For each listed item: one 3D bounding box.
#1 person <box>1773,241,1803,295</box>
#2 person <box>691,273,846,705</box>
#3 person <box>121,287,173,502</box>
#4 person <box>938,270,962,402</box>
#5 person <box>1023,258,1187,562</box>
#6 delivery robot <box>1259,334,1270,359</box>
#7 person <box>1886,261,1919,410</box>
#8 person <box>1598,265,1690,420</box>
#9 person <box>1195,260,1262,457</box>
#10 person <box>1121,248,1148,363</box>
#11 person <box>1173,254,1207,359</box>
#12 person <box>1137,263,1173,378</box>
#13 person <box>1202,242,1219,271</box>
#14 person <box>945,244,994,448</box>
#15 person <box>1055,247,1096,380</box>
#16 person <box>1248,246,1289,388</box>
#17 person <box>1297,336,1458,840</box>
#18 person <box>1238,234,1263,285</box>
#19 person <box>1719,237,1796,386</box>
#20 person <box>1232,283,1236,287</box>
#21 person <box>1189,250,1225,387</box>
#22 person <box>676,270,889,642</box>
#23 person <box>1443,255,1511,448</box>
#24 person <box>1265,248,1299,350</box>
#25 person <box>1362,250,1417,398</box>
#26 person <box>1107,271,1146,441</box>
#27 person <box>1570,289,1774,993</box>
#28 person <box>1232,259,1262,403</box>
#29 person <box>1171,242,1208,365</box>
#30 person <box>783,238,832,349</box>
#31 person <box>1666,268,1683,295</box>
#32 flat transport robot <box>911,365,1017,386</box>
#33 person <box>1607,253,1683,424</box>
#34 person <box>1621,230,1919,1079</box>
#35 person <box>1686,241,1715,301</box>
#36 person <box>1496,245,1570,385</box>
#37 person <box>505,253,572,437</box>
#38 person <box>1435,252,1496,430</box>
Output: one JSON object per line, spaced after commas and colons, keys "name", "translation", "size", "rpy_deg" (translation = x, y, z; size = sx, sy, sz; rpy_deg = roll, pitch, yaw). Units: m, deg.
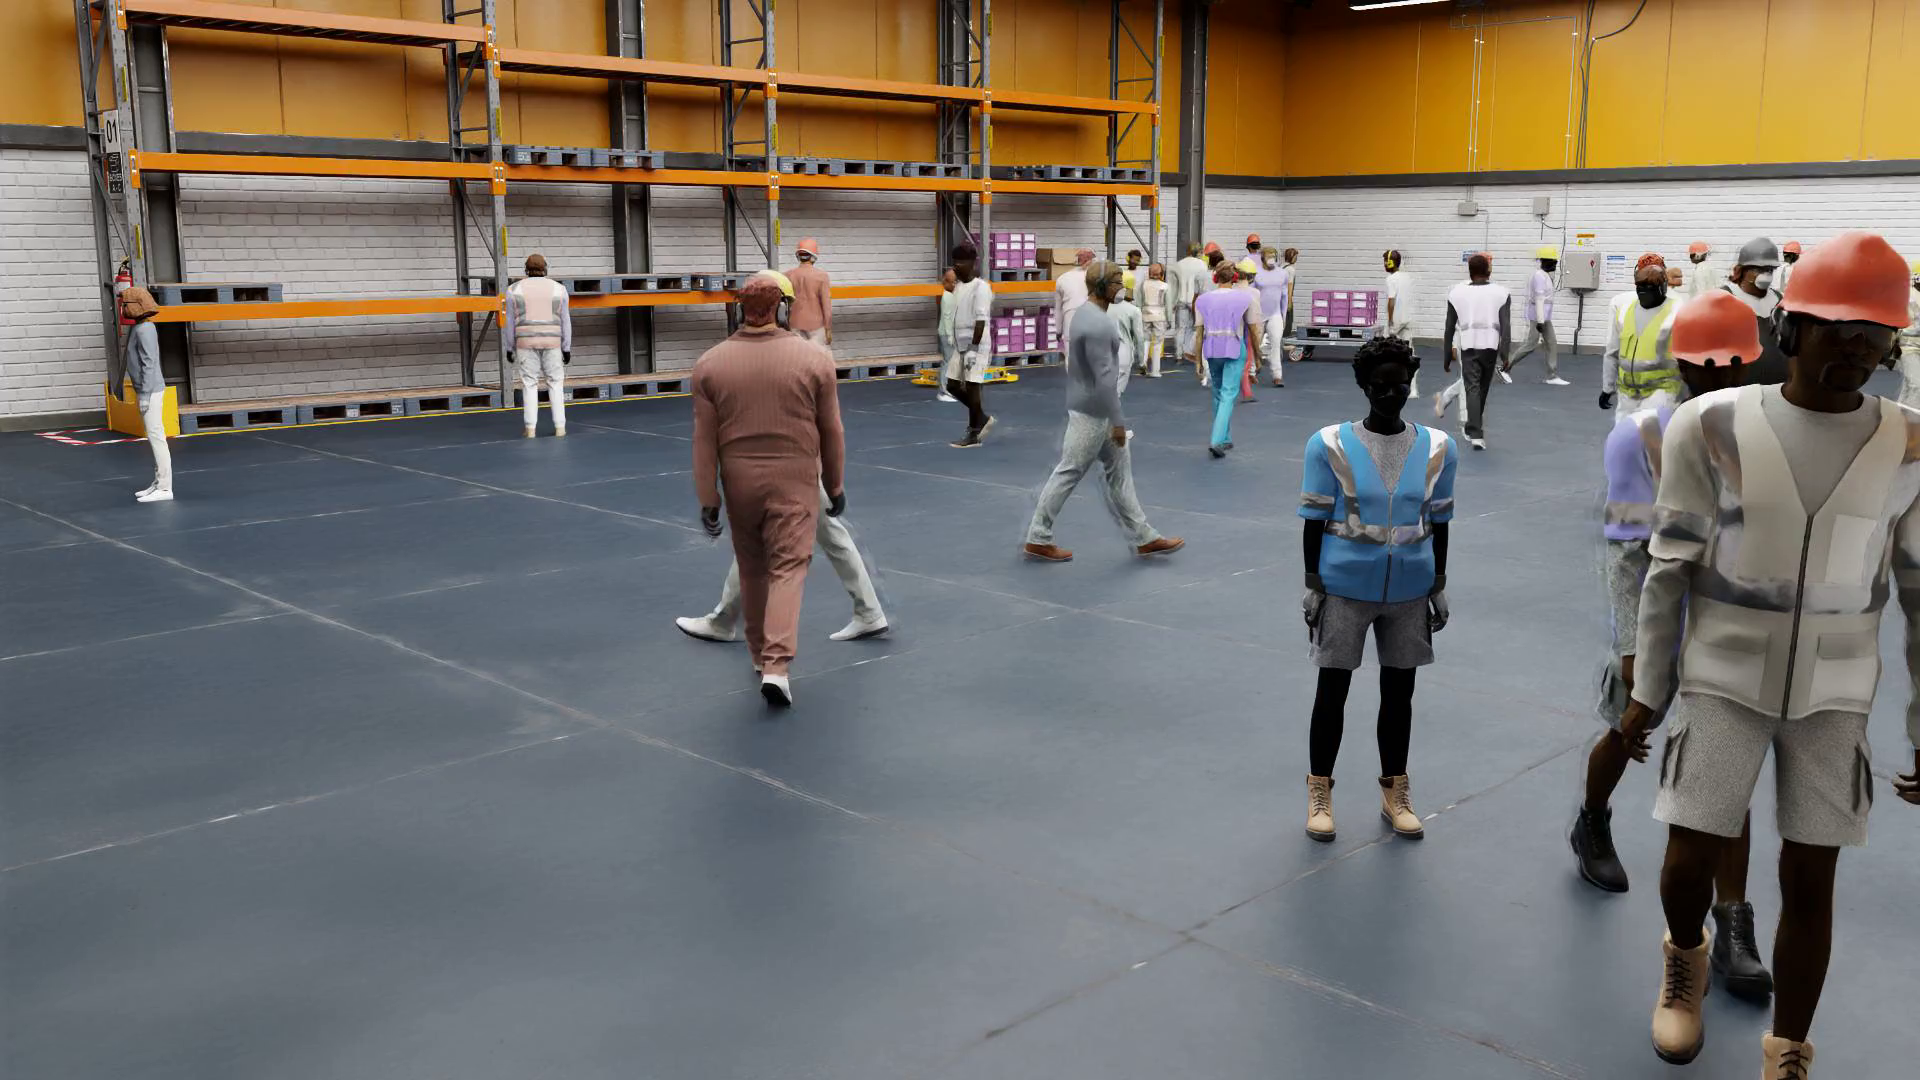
{"name": "person", "translation": [12.580, -3.574, 25.347], "size": [0.383, 1.929, 0.541], "rpy_deg": [0, 10, 1]}
{"name": "person", "translation": [-0.843, -0.236, 7.328], "size": [0.640, 1.864, 0.974], "rpy_deg": [1, 10, 6]}
{"name": "person", "translation": [-6.223, -1.112, 12.715], "size": [0.280, 1.634, 0.499], "rpy_deg": [-5, 12, -26]}
{"name": "person", "translation": [-0.115, -2.489, 20.318], "size": [0.381, 1.600, 0.646], "rpy_deg": [2, 11, 9]}
{"name": "person", "translation": [0.869, -0.778, 10.227], "size": [1.038, 1.882, 0.654], "rpy_deg": [1, 10, 3]}
{"name": "delivery robot", "translation": [4.709, -3.093, 26.210], "size": [0.477, 0.478, 0.707], "rpy_deg": [-4, 11, -20]}
{"name": "person", "translation": [9.367, -1.827, 16.148], "size": [0.607, 1.807, 0.710], "rpy_deg": [-5, 11, -24]}
{"name": "person", "translation": [4.983, -1.076, 12.050], "size": [0.475, 1.816, 0.632], "rpy_deg": [-7, 12, -33]}
{"name": "person", "translation": [2.438, -1.673, 15.368], "size": [0.570, 1.807, 0.962], "rpy_deg": [5, 12, 27]}
{"name": "person", "translation": [2.606, -3.518, 25.321], "size": [0.515, 1.832, 0.829], "rpy_deg": [3, 11, 16]}
{"name": "person", "translation": [3.902, -3.789, 27.110], "size": [0.526, 1.713, 0.872], "rpy_deg": [9, 14, 41]}
{"name": "person", "translation": [2.769, -3.116, 23.654], "size": [0.536, 1.627, 0.359], "rpy_deg": [5, 12, 27]}
{"name": "person", "translation": [4.339, -4.083, 28.178], "size": [0.691, 1.918, 0.549], "rpy_deg": [0, 10, -2]}
{"name": "person", "translation": [0.109, -1.842, 15.859], "size": [0.499, 1.944, 0.603], "rpy_deg": [-7, 12, -32]}
{"name": "person", "translation": [1.410, -2.386, 18.979], "size": [0.666, 1.876, 0.801], "rpy_deg": [2, 11, 13]}
{"name": "person", "translation": [4.107, -3.005, 22.383], "size": [0.654, 1.885, 1.039], "rpy_deg": [-1, 10, -8]}
{"name": "person", "translation": [1.389, 0.167, 5.573], "size": [0.533, 1.697, 0.318], "rpy_deg": [0, 10, -2]}
{"name": "person", "translation": [5.204, -4.419, 29.630], "size": [0.605, 2.045, 0.380], "rpy_deg": [-3, 11, -14]}
{"name": "person", "translation": [5.282, -0.998, 10.987], "size": [0.703, 2.000, 0.935], "rpy_deg": [-2, 11, -12]}
{"name": "person", "translation": [4.192, -3.722, 27.073], "size": [0.578, 1.591, 0.834], "rpy_deg": [0, 10, 0]}
{"name": "person", "translation": [3.339, -2.954, 22.221], "size": [0.537, 1.834, 0.818], "rpy_deg": [0, 10, 3]}
{"name": "person", "translation": [-0.849, -0.391, 8.210], "size": [1.067, 1.859, 0.585], "rpy_deg": [1, 10, 5]}
{"name": "person", "translation": [4.982, -1.815, 16.039], "size": [0.597, 1.834, 1.083], "rpy_deg": [2, 11, 10]}
{"name": "person", "translation": [5.628, -4.220, 29.216], "size": [0.807, 1.803, 0.538], "rpy_deg": [-5, 12, -26]}
{"name": "person", "translation": [5.443, -2.709, 20.884], "size": [0.577, 1.826, 0.869], "rpy_deg": [-7, 13, -34]}
{"name": "person", "translation": [1.481, -1.652, 15.517], "size": [0.493, 1.681, 0.945], "rpy_deg": [7, 12, 32]}
{"name": "person", "translation": [2.066, 0.226, 4.773], "size": [0.542, 1.894, 1.037], "rpy_deg": [0, 10, 0]}
{"name": "person", "translation": [3.350, -2.484, 19.926], "size": [0.748, 1.739, 0.530], "rpy_deg": [-7, 13, -35]}
{"name": "person", "translation": [3.600, -3.694, 26.014], "size": [0.724, 1.916, 0.486], "rpy_deg": [8, 13, 38]}
{"name": "person", "translation": [-1.754, -2.483, 19.242], "size": [0.618, 1.995, 0.430], "rpy_deg": [3, 11, 14]}
{"name": "person", "translation": [9.566, -2.881, 22.497], "size": [0.873, 1.589, 0.502], "rpy_deg": [3, 11, 14]}
{"name": "flat transport robot", "translation": [0.066, -2.234, 22.557], "size": [0.652, 0.197, 1.431], "rpy_deg": [10, 14, 42]}
{"name": "person", "translation": [5.373, -1.301, 13.071], "size": [0.575, 1.882, 0.355], "rpy_deg": [7, 12, 32]}
{"name": "person", "translation": [1.845, 0.337, 3.723], "size": [0.667, 2.030, 0.578], "rpy_deg": [3, 11, 17]}
{"name": "person", "translation": [10.744, -3.362, 24.190], "size": [1.075, 1.933, 0.598], "rpy_deg": [10, 14, 43]}
{"name": "person", "translation": [7.823, -3.052, 22.613], "size": [0.901, 1.897, 0.598], "rpy_deg": [6, 12, 28]}
{"name": "person", "translation": [-4.228, -1.948, 16.717], "size": [0.639, 1.843, 0.429], "rpy_deg": [-4, 11, -19]}
{"name": "person", "translation": [5.308, -2.095, 17.500], "size": [0.577, 1.862, 0.740], "rpy_deg": [-5, 12, -26]}
